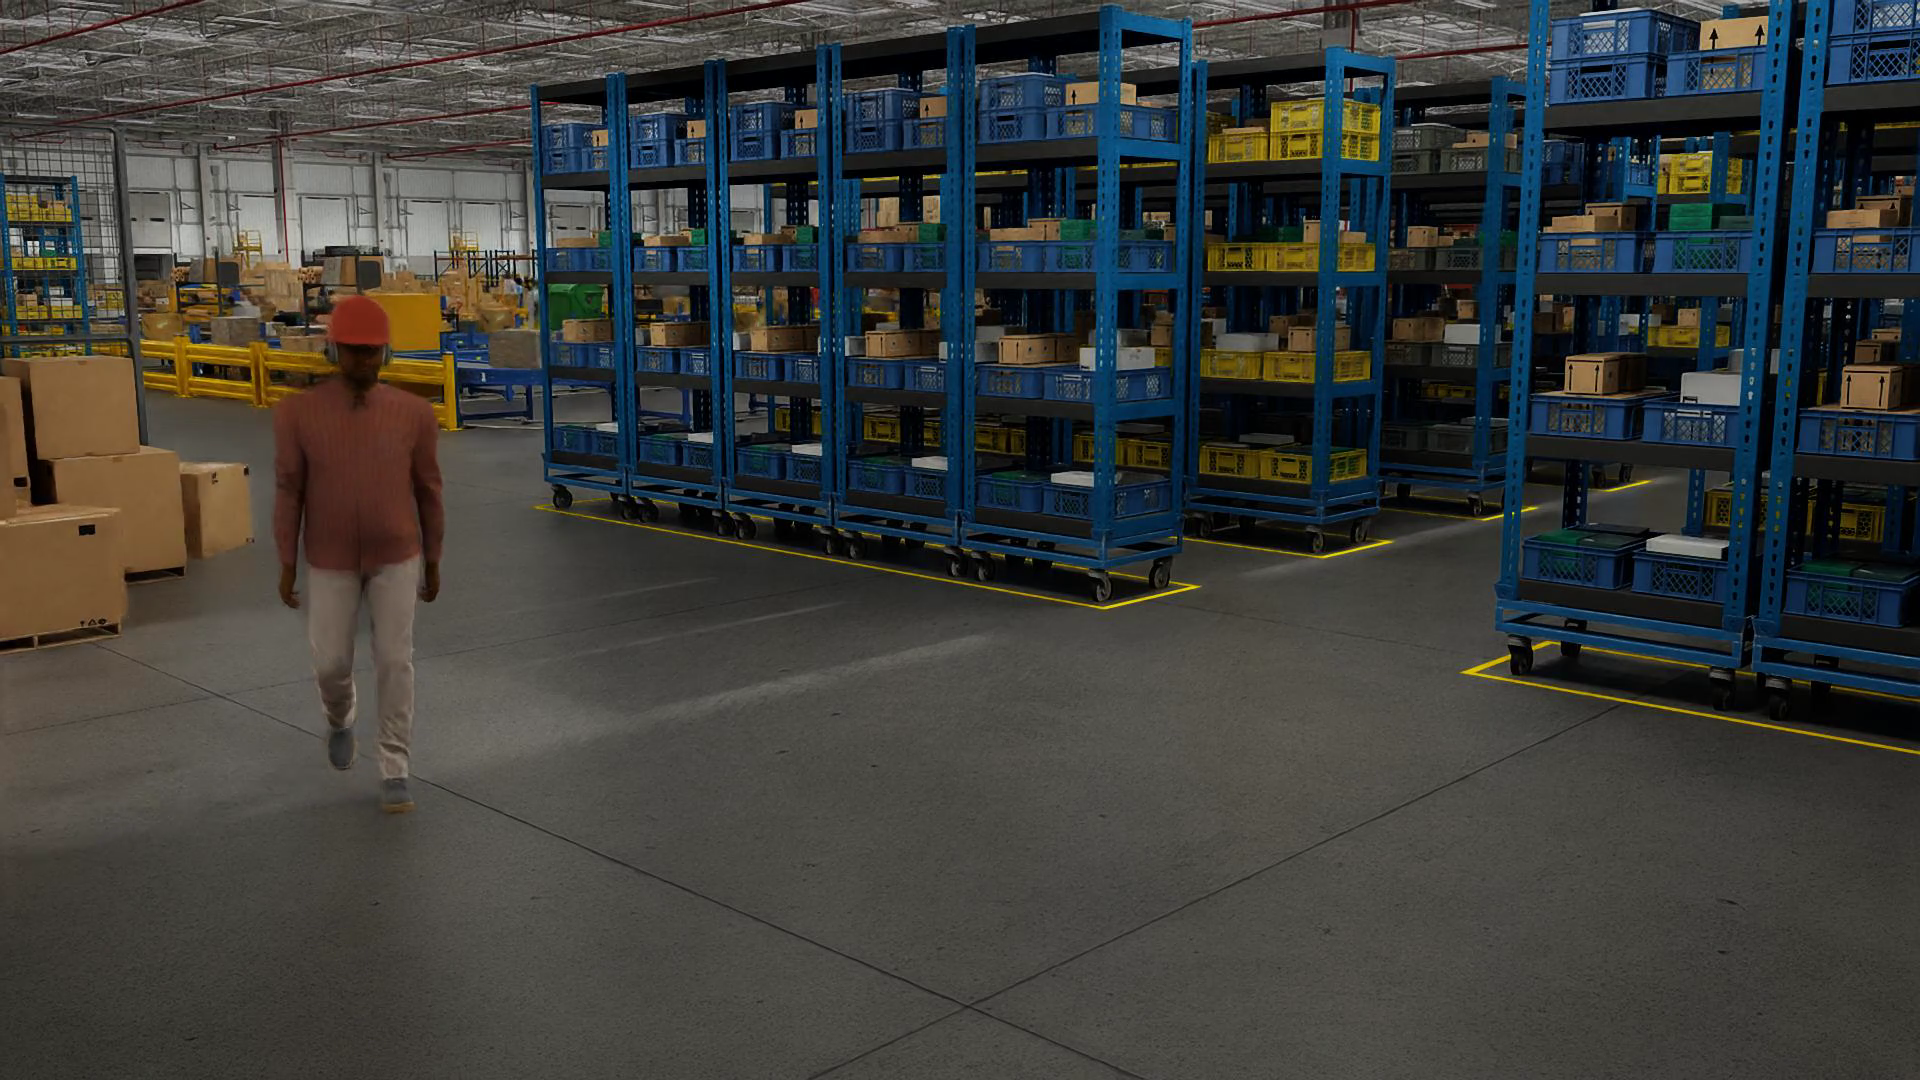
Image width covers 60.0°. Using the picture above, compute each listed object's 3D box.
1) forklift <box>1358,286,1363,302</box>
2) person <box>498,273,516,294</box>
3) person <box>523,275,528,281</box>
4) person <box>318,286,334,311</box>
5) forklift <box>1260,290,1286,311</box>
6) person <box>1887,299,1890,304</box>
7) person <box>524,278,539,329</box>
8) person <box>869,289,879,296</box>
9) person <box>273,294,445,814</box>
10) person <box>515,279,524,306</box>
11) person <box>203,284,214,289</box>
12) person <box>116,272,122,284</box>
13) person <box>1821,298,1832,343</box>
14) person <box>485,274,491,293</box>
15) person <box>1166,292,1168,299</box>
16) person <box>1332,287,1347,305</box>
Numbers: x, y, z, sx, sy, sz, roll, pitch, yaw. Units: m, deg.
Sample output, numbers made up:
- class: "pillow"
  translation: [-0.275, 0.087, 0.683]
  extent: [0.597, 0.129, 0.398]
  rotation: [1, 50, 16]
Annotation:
- class: "forklift"
  translation: [11.100, -7.017, 46.970]
  extent: [1.873, 2.768, 1.129]
  rotation: [9, 13, 43]
- class: "person"
  translation: [-16.913, -8.997, 62.139]
  extent: [0.700, 1.903, 0.403]
  rotation: [1, 9, 5]
- class: "person"
  translation: [-24.711, -14.249, 94.788]
  extent: [0.493, 1.743, 0.295]
  rotation: [9, 13, 42]
- class: "person"
  translation: [-21.930, -8.380, 57.893]
  extent: [0.896, 2.000, 0.680]
  rotation: [-6, 11, -34]
- class: "forklift"
  translation: [9.546, -7.823, 51.912]
  extent: [1.129, 2.768, 1.873]
  rotation: [-2, 9, -10]
- class: "person"
  translation: [25.112, -6.068, 44.544]
  extent: [0.533, 1.772, 0.296]
  rotation: [9, 13, 42]
- class: "person"
  translation: [-10.733, -5.631, 41.615]
  extent: [0.412, 1.850, 0.564]
  rotation: [-5, 11, -29]
- class: "person"
  translation: [-3.152, -8.819, 60.881]
  extent: [0.552, 1.942, 0.340]
  rotation: [9, 13, 42]
- class: "person"
  translation: [-2.314, 0.043, 6.442]
  extent: [0.629, 1.978, 0.618]
  rotation: [-4, 10, -23]
- class: "person"
  translation: [-18.055, -9.854, 68.077]
  extent: [0.541, 1.665, 0.413]
  rotation: [8, 12, 41]
- class: "person"
  translation: [-18.988, -5.636, 41.983]
  extent: [0.583, 1.744, 0.498]
  rotation: [6, 11, 33]
- class: "person"
  translation: [-40.012, -11.840, 79.527]
  extent: [0.549, 1.911, 0.587]
  rotation: [-3, 10, -19]
- class: "person"
  translation: [22.315, -5.805, 42.744]
  extent: [0.602, 1.832, 0.403]
  rotation: [9, 13, 42]
- class: "person"
  translation: [-26.127, -13.834, 92.046]
  extent: [0.539, 1.811, 0.801]
  rotation: [5, 11, 30]
- class: "person"
  translation: [6.681, -7.291, 51.611]
  extent: [0.616, 1.914, 0.500]
  rotation: [-2, 10, -14]
- class: "person"
  translation: [5.739, -2.907, 24.747]
  extent: [0.651, 1.907, 0.409]
  rotation: [9, 13, 42]
